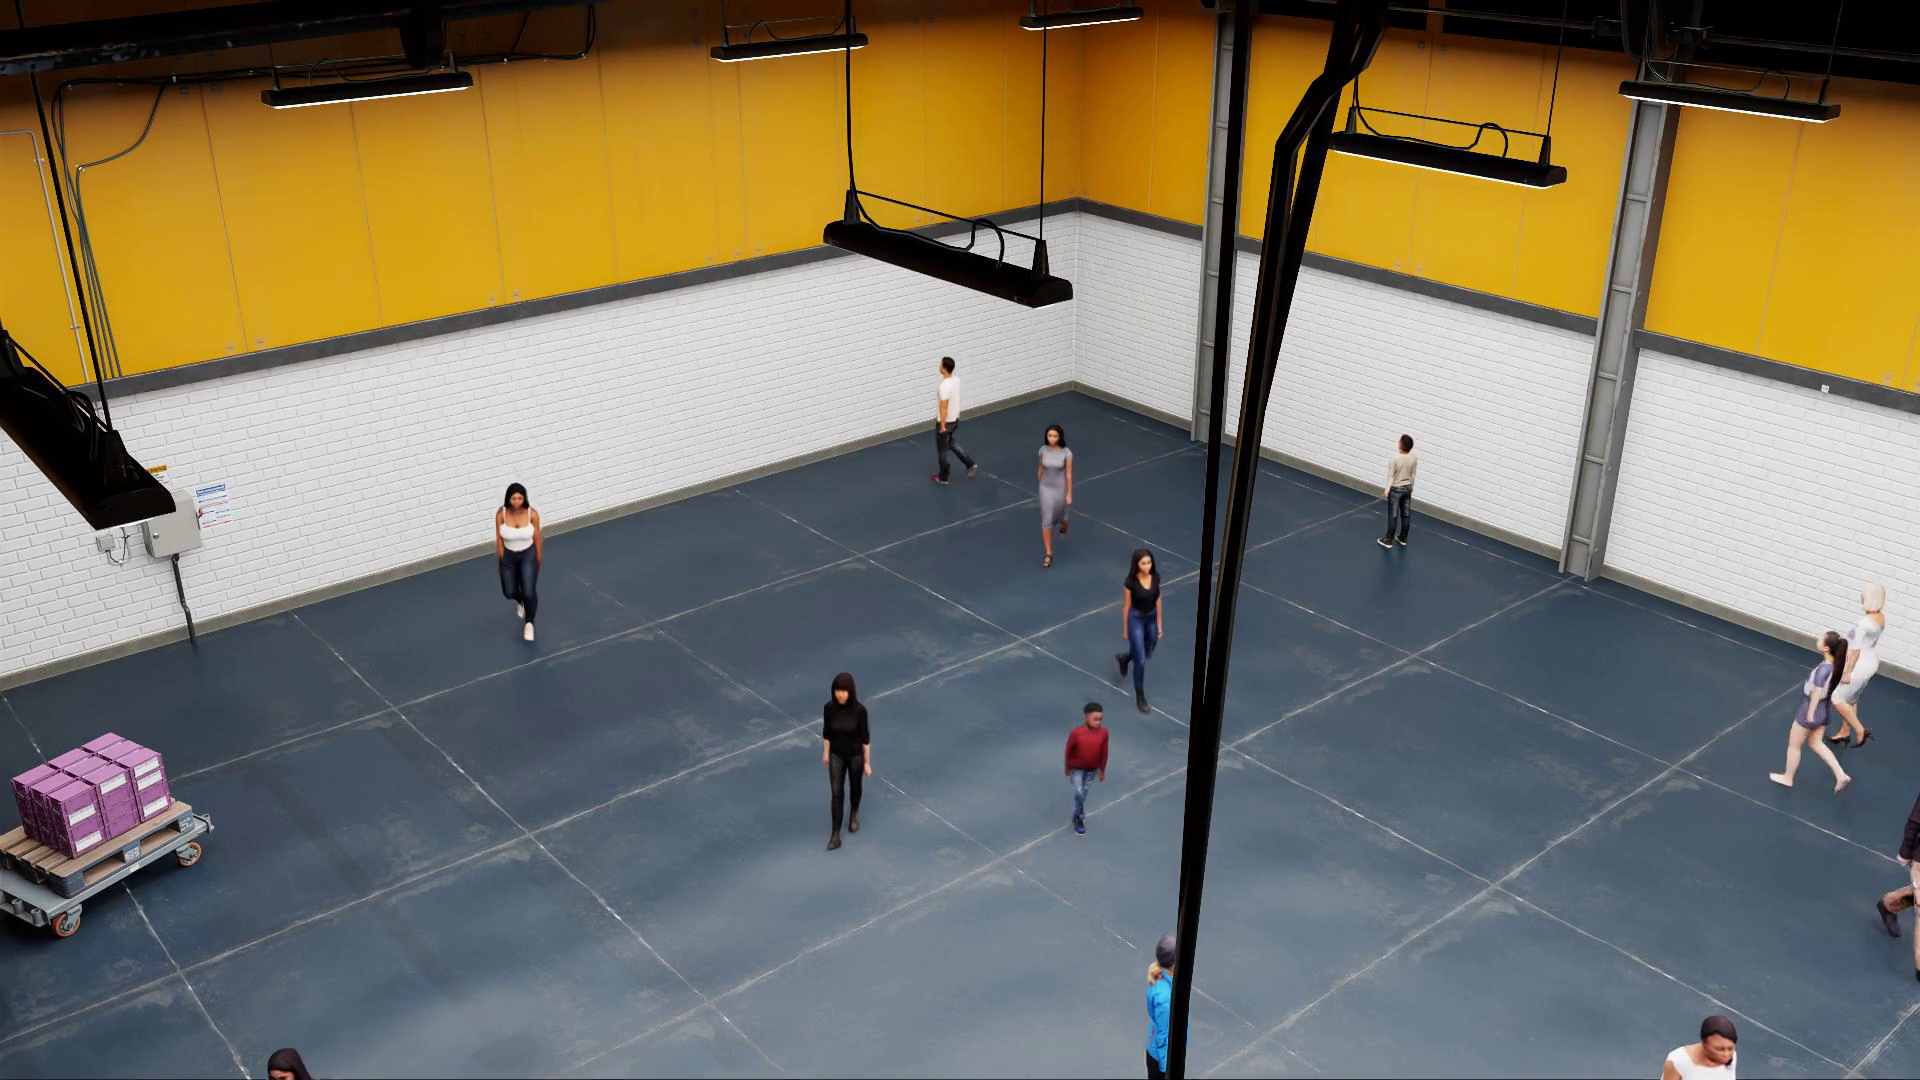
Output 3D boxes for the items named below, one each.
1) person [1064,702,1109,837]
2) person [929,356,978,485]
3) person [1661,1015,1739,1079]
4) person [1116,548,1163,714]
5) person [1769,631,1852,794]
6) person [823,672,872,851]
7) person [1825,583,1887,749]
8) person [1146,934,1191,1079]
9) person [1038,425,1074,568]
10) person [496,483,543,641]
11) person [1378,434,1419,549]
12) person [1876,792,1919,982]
[{"bbox_3d":[1.081,1.982,14.852,0.683,1.228,0.787,-1,24,-3],"label":"person"},{"bbox_3d":[-0.082,-1.594,22.322,1.012,1.796,0.863,11,26,23],"label":"person"},{"bbox_3d":[4.577,3.652,10.496,0.990,1.656,1.198,-5,24,-11],"label":"person"},{"bbox_3d":[1.802,0.850,16.831,0.740,1.716,1.067,-10,26,-22],"label":"person"},{"bbox_3d":[7.919,1.601,15.221,0.617,1.630,0.876,-18,29,-35],"label":"person"},{"bbox_3d":[-0.976,1.859,14.647,0.986,1.617,1.048,2,24,4],"label":"person"},{"bbox_3d":[8.654,1.258,15.876,0.584,1.735,0.670,-17,29,-34],"label":"person"},{"bbox_3d":[1.348,3.363,10.982,0.708,1.798,0.692,6,24,14],"label":"person"},{"bbox_3d":[1.158,-0.576,20.047,1.070,1.754,1.016,7,25,15],"label":"person"},{"bbox_3d":[-4.835,0.187,18.253,0.920,1.792,1.042,-3,24,-7],"label":"person"},{"bbox_3d":[5.429,-0.616,20.498,0.614,1.466,0.620,-8,25,-17],"label":"person"},{"bbox_3d":[7.561,2.459,12.949,1.175,1.879,1.355,-2,24,-4],"label":"person"}]
